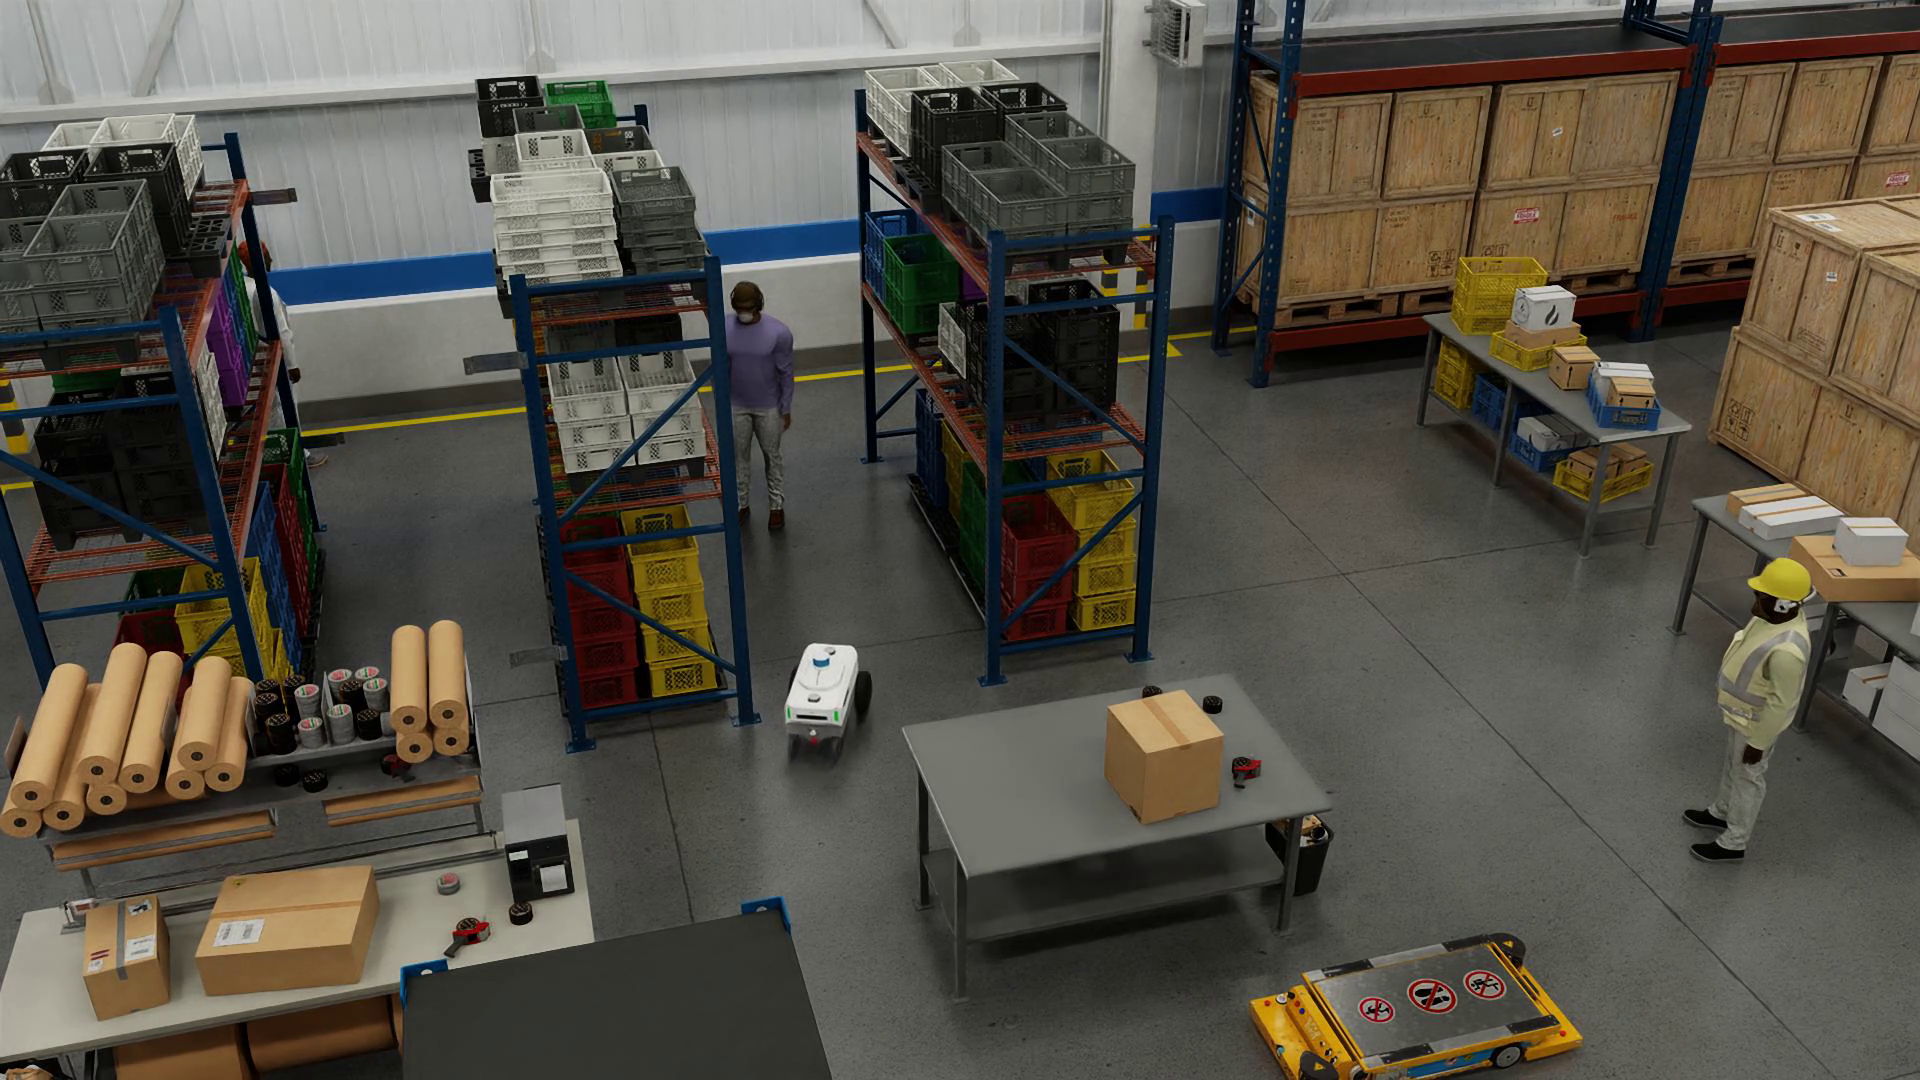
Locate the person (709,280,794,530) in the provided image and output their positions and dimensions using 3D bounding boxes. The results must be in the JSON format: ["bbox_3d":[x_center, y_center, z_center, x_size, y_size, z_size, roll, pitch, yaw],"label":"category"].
[{"bbox_3d":[-1.519,-0.991,12.219,0.631,1.939,0.372,4,29,6],"label":"person"}]

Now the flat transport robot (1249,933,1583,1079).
[{"bbox_3d":[2.184,2.282,7.980,1.431,0.197,0.652,-8,30,-14],"label":"flat transport robot"}]

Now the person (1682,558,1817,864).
[{"bbox_3d":[4.221,0.911,8.864,0.404,1.834,0.591,9,30,16],"label":"person"}]

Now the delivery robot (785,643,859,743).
[{"bbox_3d":[-0.835,0.904,10.101,0.477,0.478,0.707,3,29,6],"label":"delivery robot"}]

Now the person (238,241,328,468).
[{"bbox_3d":[-5.406,-1.450,13.111,0.581,1.882,0.351,21,35,33],"label":"person"}]
